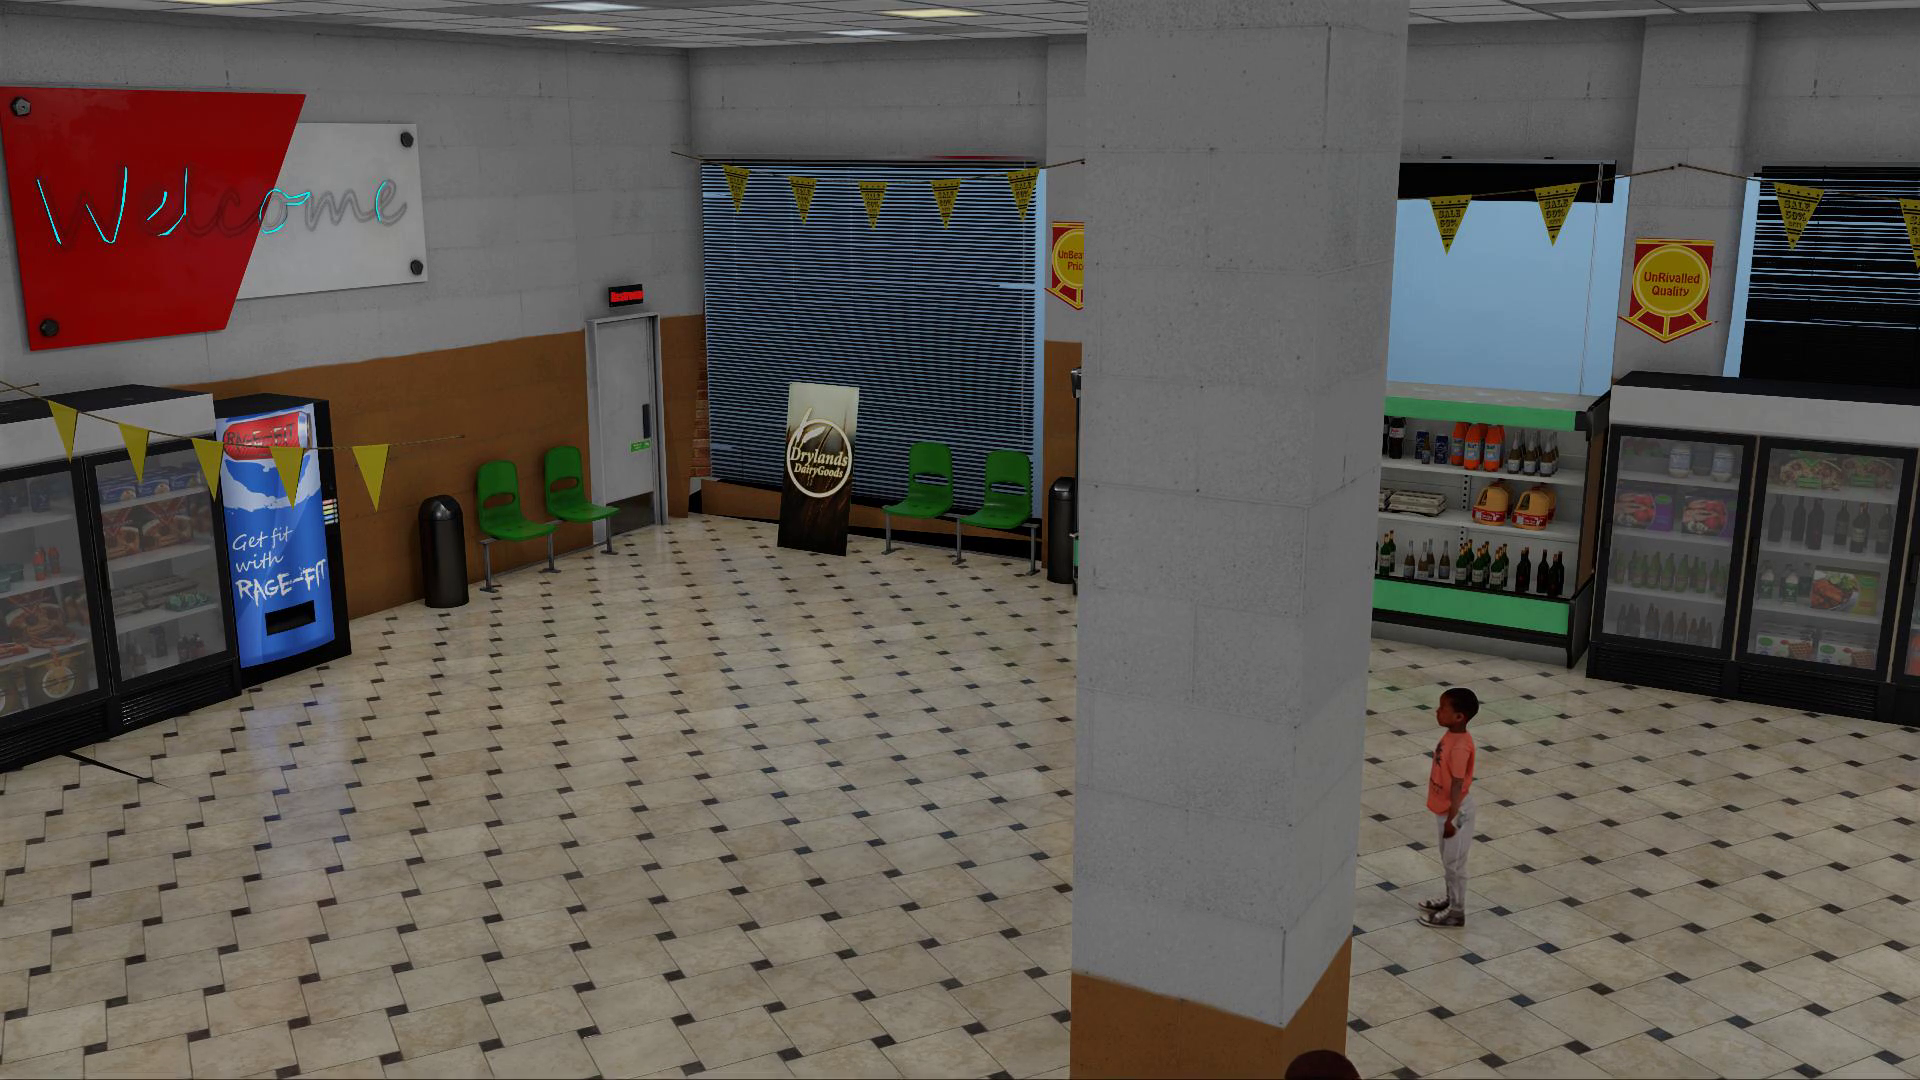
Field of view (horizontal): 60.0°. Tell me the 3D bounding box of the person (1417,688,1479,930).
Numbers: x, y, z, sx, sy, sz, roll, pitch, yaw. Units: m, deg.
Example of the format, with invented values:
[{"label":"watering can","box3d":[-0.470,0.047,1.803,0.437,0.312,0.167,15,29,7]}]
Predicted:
[{"label":"person","box3d":[2.623,1.410,8.808,0.566,1.309,0.538,2,14,7]}]
